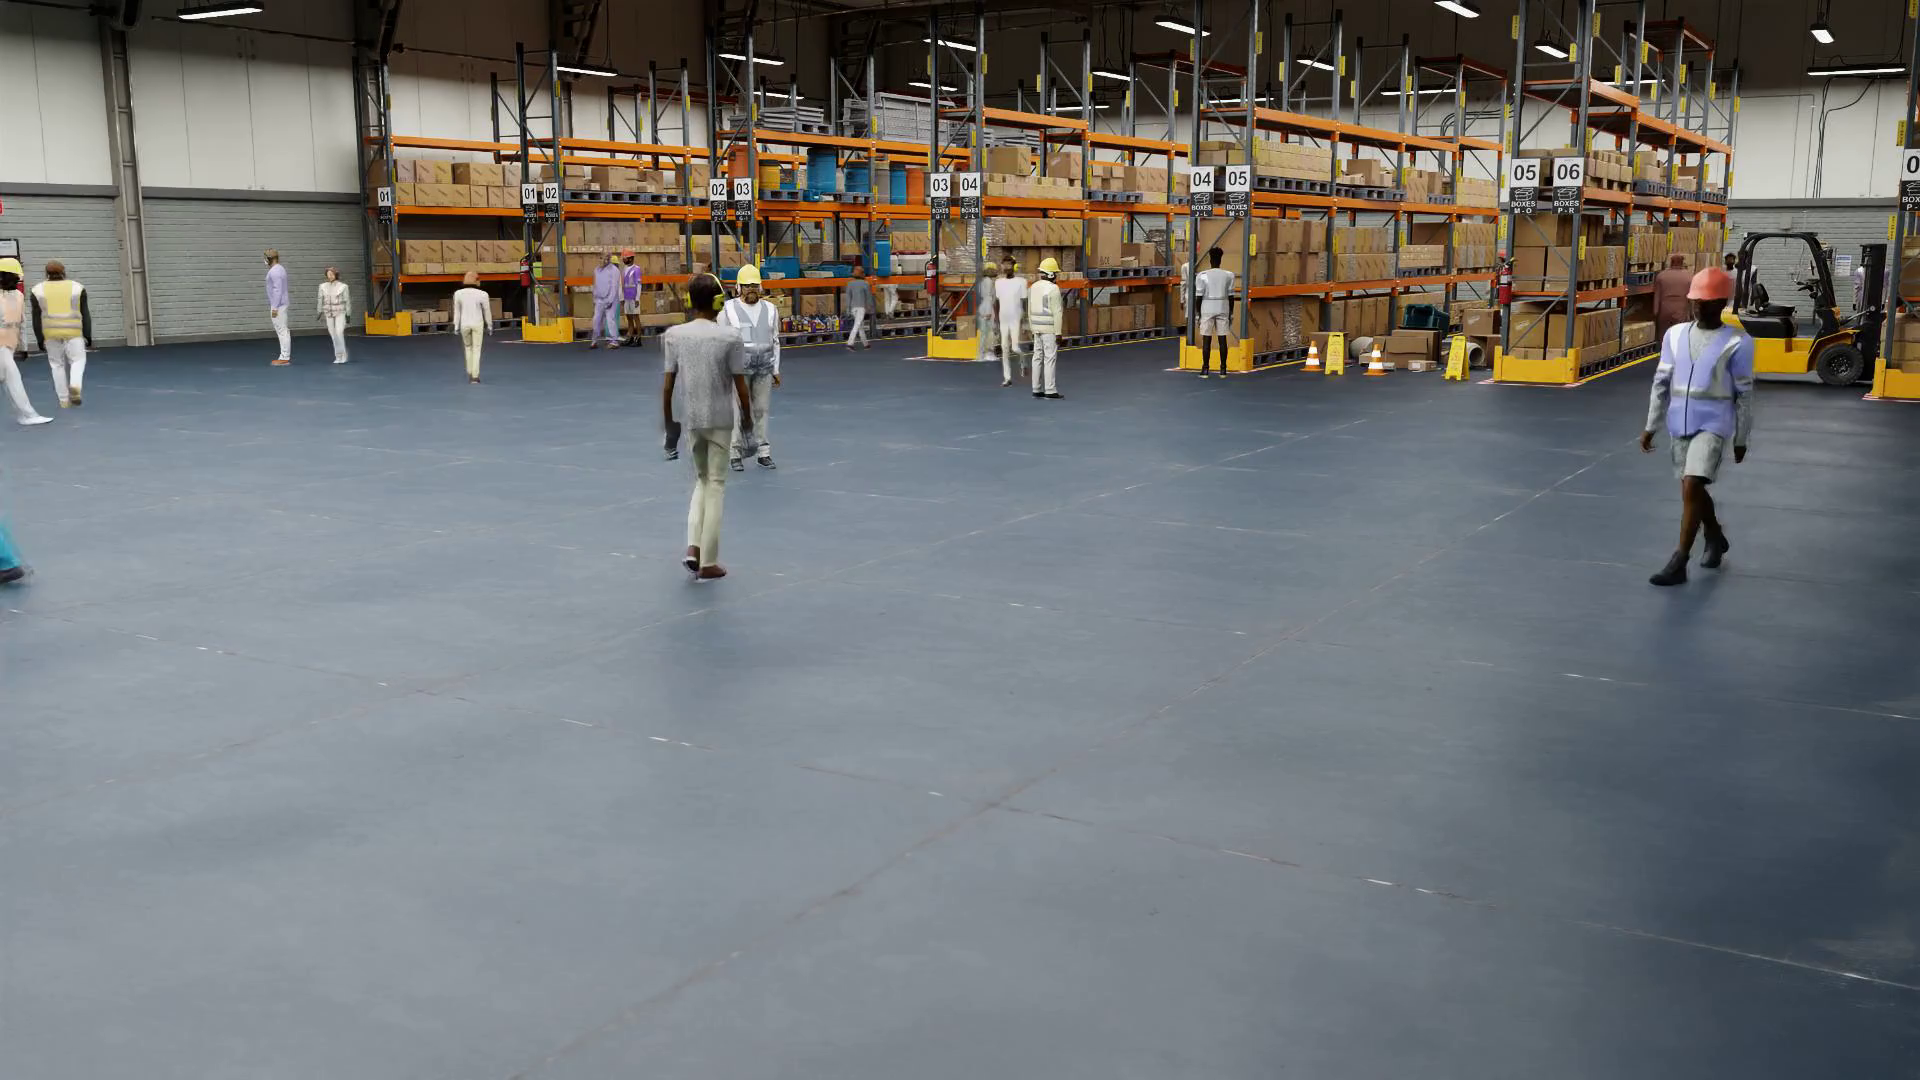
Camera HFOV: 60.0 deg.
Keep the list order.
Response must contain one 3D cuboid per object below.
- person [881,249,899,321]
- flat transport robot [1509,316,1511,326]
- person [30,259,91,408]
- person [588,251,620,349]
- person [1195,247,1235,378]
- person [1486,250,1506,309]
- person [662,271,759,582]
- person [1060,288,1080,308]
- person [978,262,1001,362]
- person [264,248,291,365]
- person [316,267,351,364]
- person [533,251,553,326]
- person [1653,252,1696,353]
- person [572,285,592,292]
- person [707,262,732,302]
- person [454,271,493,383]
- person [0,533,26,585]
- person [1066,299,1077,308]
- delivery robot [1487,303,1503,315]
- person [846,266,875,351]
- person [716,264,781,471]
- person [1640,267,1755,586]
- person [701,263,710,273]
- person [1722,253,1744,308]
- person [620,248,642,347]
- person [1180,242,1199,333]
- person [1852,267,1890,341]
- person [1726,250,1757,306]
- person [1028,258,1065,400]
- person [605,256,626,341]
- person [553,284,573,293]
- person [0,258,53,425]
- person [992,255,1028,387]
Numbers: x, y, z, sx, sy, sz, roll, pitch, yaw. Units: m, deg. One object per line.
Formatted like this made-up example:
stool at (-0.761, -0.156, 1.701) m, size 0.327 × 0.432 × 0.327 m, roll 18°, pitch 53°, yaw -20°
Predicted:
person at (-1.826, -6.636, 43.354) m, size 0.578 × 1.872 × 0.405 m, roll 5°, pitch 11°, yaw 27°
flat transport robot at (13.602, -5.357, 40.650) m, size 0.652 × 0.197 × 1.431 m, roll 0°, pitch 10°, yaw 3°
person at (-10.984, -2.512, 20.350) m, size 0.640 × 1.830 × 0.608 m, roll -5°, pitch 11°, yaw -24°
person at (-6.820, -4.584, 31.851) m, size 0.683 × 1.876 × 0.459 m, roll 6°, pitch 12°, yaw 32°
person at (3.836, -3.420, 25.056) m, size 0.607 × 1.966 × 0.367 m, roll -1°, pitch 10°, yaw -3°
person at (13.553, -6.381, 41.964) m, size 1.037 × 1.869 × 0.615 m, roll 7°, pitch 12°, yaw 34°
person at (-1.487, -0.674, 9.983) m, size 0.525 × 1.852 × 0.430 m, roll 3°, pitch 11°, yaw 19°
person at (2.344, -5.356, 35.690) m, size 0.396 × 2.038 × 0.615 m, roll -10°, pitch 14°, yaw -43°
person at (0.507, -3.899, 28.486) m, size 0.496 × 1.701 × 0.542 m, roll -2°, pitch 10°, yaw -12°
person at (-11.343, -3.866, 27.647) m, size 0.370 × 1.934 × 0.627 m, roll -3°, pitch 10°, yaw -15°
person at (-10.519, -3.753, 27.903) m, size 0.524 × 1.617 × 0.584 m, roll 1°, pitch 10°, yaw 8°
person at (-9.394, -5.555, 37.380) m, size 0.622 × 1.839 × 0.429 m, roll 1°, pitch 10°, yaw 8°
person at (11.462, -3.668, 26.695) m, size 0.656 × 1.886 × 0.738 m, roll 4°, pitch 11°, yaw 23°
person at (-8.989, -5.974, 39.722) m, size 0.583 × 1.849 × 0.944 m, roll 5°, pitch 11°, yaw 27°
person at (-4.833, -4.731, 33.282) m, size 0.580 × 1.643 × 0.822 m, roll 1°, pitch 10°, yaw 4°
person at (-7.089, -3.106, 24.293) m, size 0.523 × 1.605 × 0.683 m, roll 0°, pitch 10°, yaw 1°
person at (-5.988, -0.576, 9.603) m, size 0.960 × 1.801 × 0.583 m, roll -6°, pitch 12°, yaw -31°
person at (2.325, -5.597, 37.447) m, size 0.659 × 1.889 × 0.988 m, roll 3°, pitch 11°, yaw 16°
delivery robot at (12.865, -5.513, 40.465) m, size 0.707 × 0.478 × 0.477 m, roll -1°, pitch 10°, yaw -6°
person at (-1.917, -4.369, 31.433) m, size 0.494 × 1.591 × 0.873 m, roll 8°, pitch 13°, yaw 37°
person at (-1.876, -1.537, 14.883) m, size 0.588 × 1.833 × 0.404 m, roll -5°, pitch 11°, yaw -27°
person at (4.511, -0.702, 10.067) m, size 1.001 × 1.898 × 0.539 m, roll -7°, pitch 12°, yaw -35°
person at (-5.088, -4.738, 33.386) m, size 0.529 × 1.622 × 0.402 m, roll 1°, pitch 10°, yaw 6°
person at (14.922, -4.654, 32.371) m, size 0.558 × 1.815 × 0.976 m, roll 5°, pitch 11°, yaw 28°
person at (-6.461, -4.746, 32.590) m, size 0.374 × 1.928 × 0.543 m, roll -10°, pitch 14°, yaw -43°
person at (4.298, -4.390, 30.295) m, size 0.606 × 2.036 × 0.407 m, roll 5°, pitch 11°, yaw 25°
person at (17.258, -4.553, 31.552) m, size 0.581 × 1.918 × 0.406 m, roll 6°, pitch 12°, yaw 28°
person at (15.824, -4.948, 33.788) m, size 0.629 × 1.895 × 0.692 m, roll 6°, pitch 12°, yaw 30°
person at (1.133, -2.722, 21.522) m, size 0.404 × 1.830 × 0.599 m, roll -7°, pitch 12°, yaw -34°
person at (-7.178, -5.006, 34.502) m, size 0.533 × 1.767 × 0.326 m, roll 7°, pitch 13°, yaw 36°
person at (-8.740, -5.424, 36.726) m, size 0.524 × 1.815 × 0.897 m, roll 6°, pitch 12°, yaw 32°
person at (-10.681, -2.199, 18.515) m, size 0.959 × 1.868 × 0.592 m, roll 1°, pitch 10°, yaw 6°
person at (0.723, -3.097, 23.547) m, size 0.504 × 1.860 × 0.464 m, roll 5°, pitch 11°, yaw 26°
